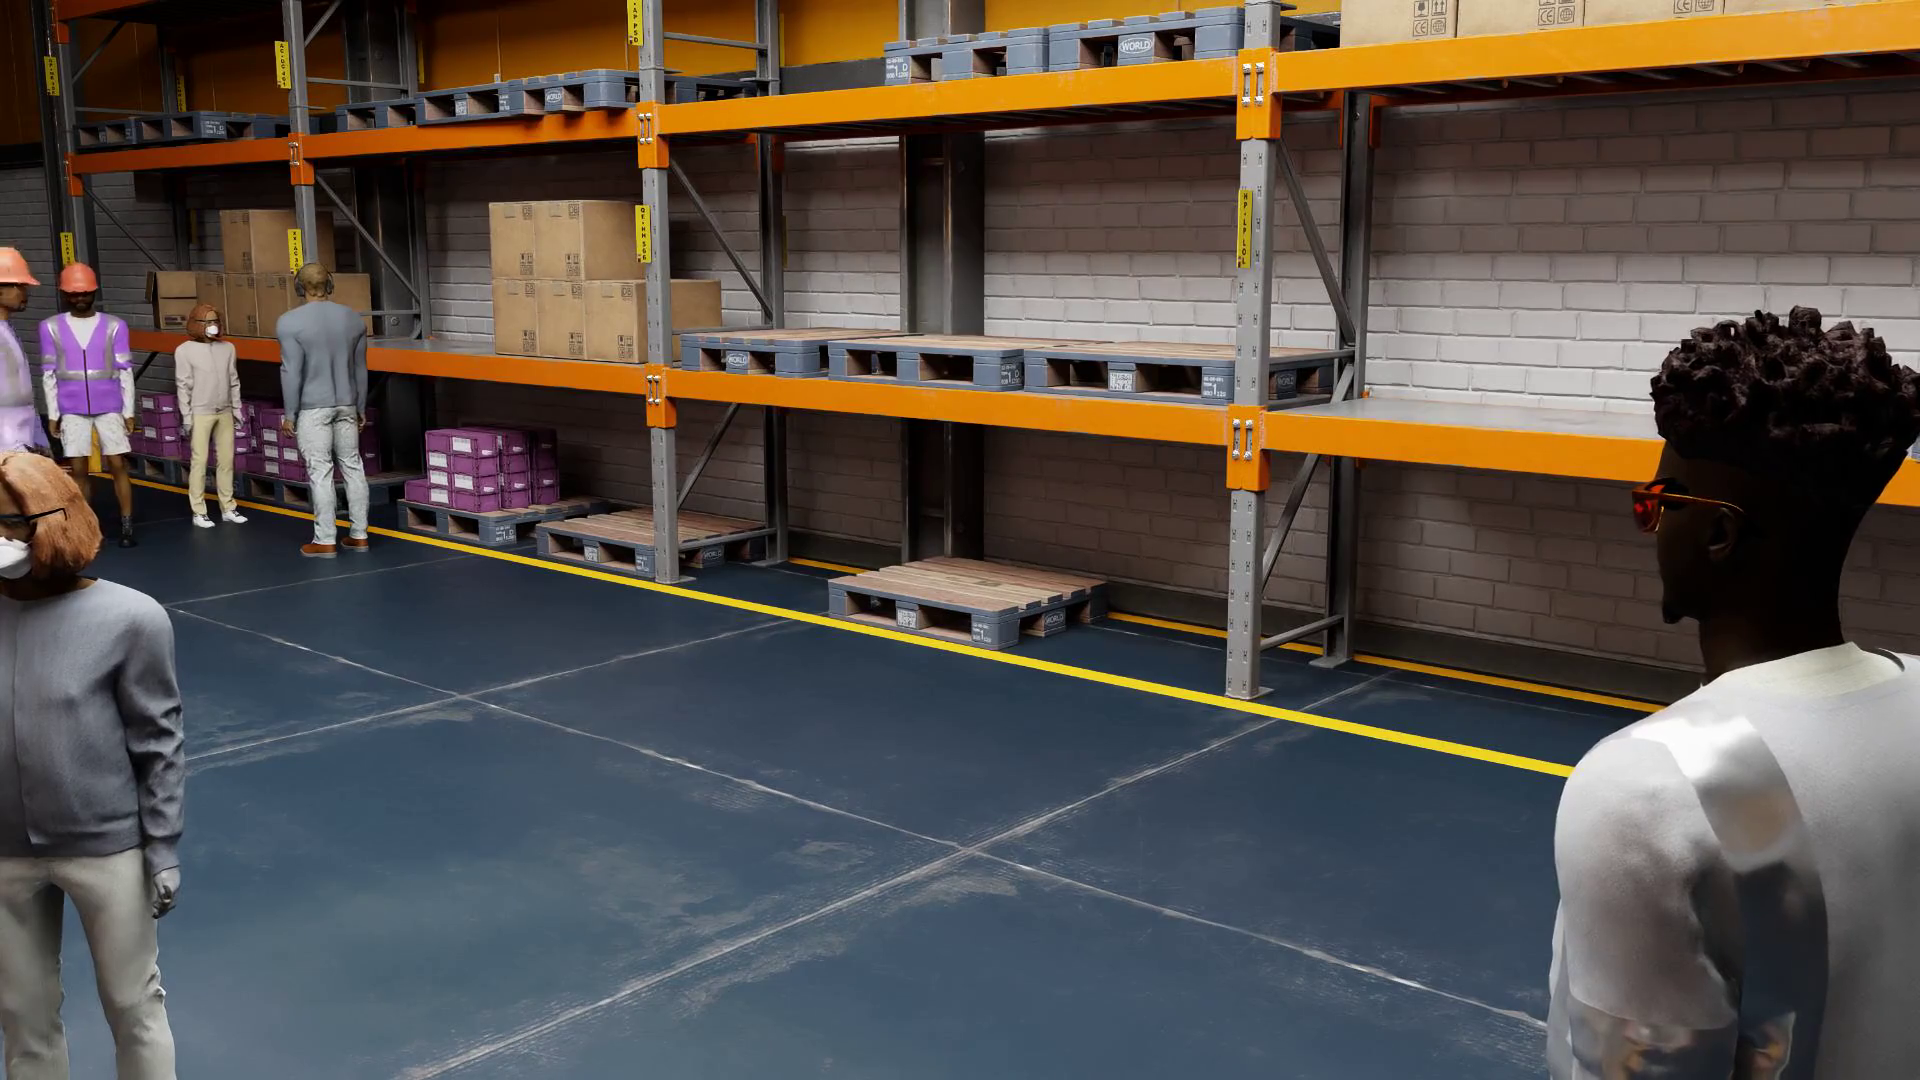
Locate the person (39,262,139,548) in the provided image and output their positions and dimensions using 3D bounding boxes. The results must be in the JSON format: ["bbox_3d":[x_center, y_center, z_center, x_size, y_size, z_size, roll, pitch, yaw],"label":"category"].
[{"bbox_3d":[-5.828,-0.888,11.157,0.547,1.928,0.393,-4,11,-22],"label":"person"}]

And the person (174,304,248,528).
[{"bbox_3d":[-5.459,-0.905,12.125,0.281,1.626,0.499,5,11,28],"label":"person"}]

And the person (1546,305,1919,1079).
[{"bbox_3d":[0.793,0.745,1.749,0.606,1.966,0.367,-7,12,-34],"label":"person"}]

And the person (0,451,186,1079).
[{"bbox_3d":[-1.807,0.633,3.336,0.500,1.633,0.280,-1,10,-5],"label":"person"}]

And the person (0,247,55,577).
[{"bbox_3d":[-4.910,-0.518,8.780,0.741,2.018,0.633,-4,11,-22],"label":"person"}]

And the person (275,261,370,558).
[{"bbox_3d":[-4.162,-0.847,10.902,0.374,1.936,0.629,7,12,35],"label":"person"}]
